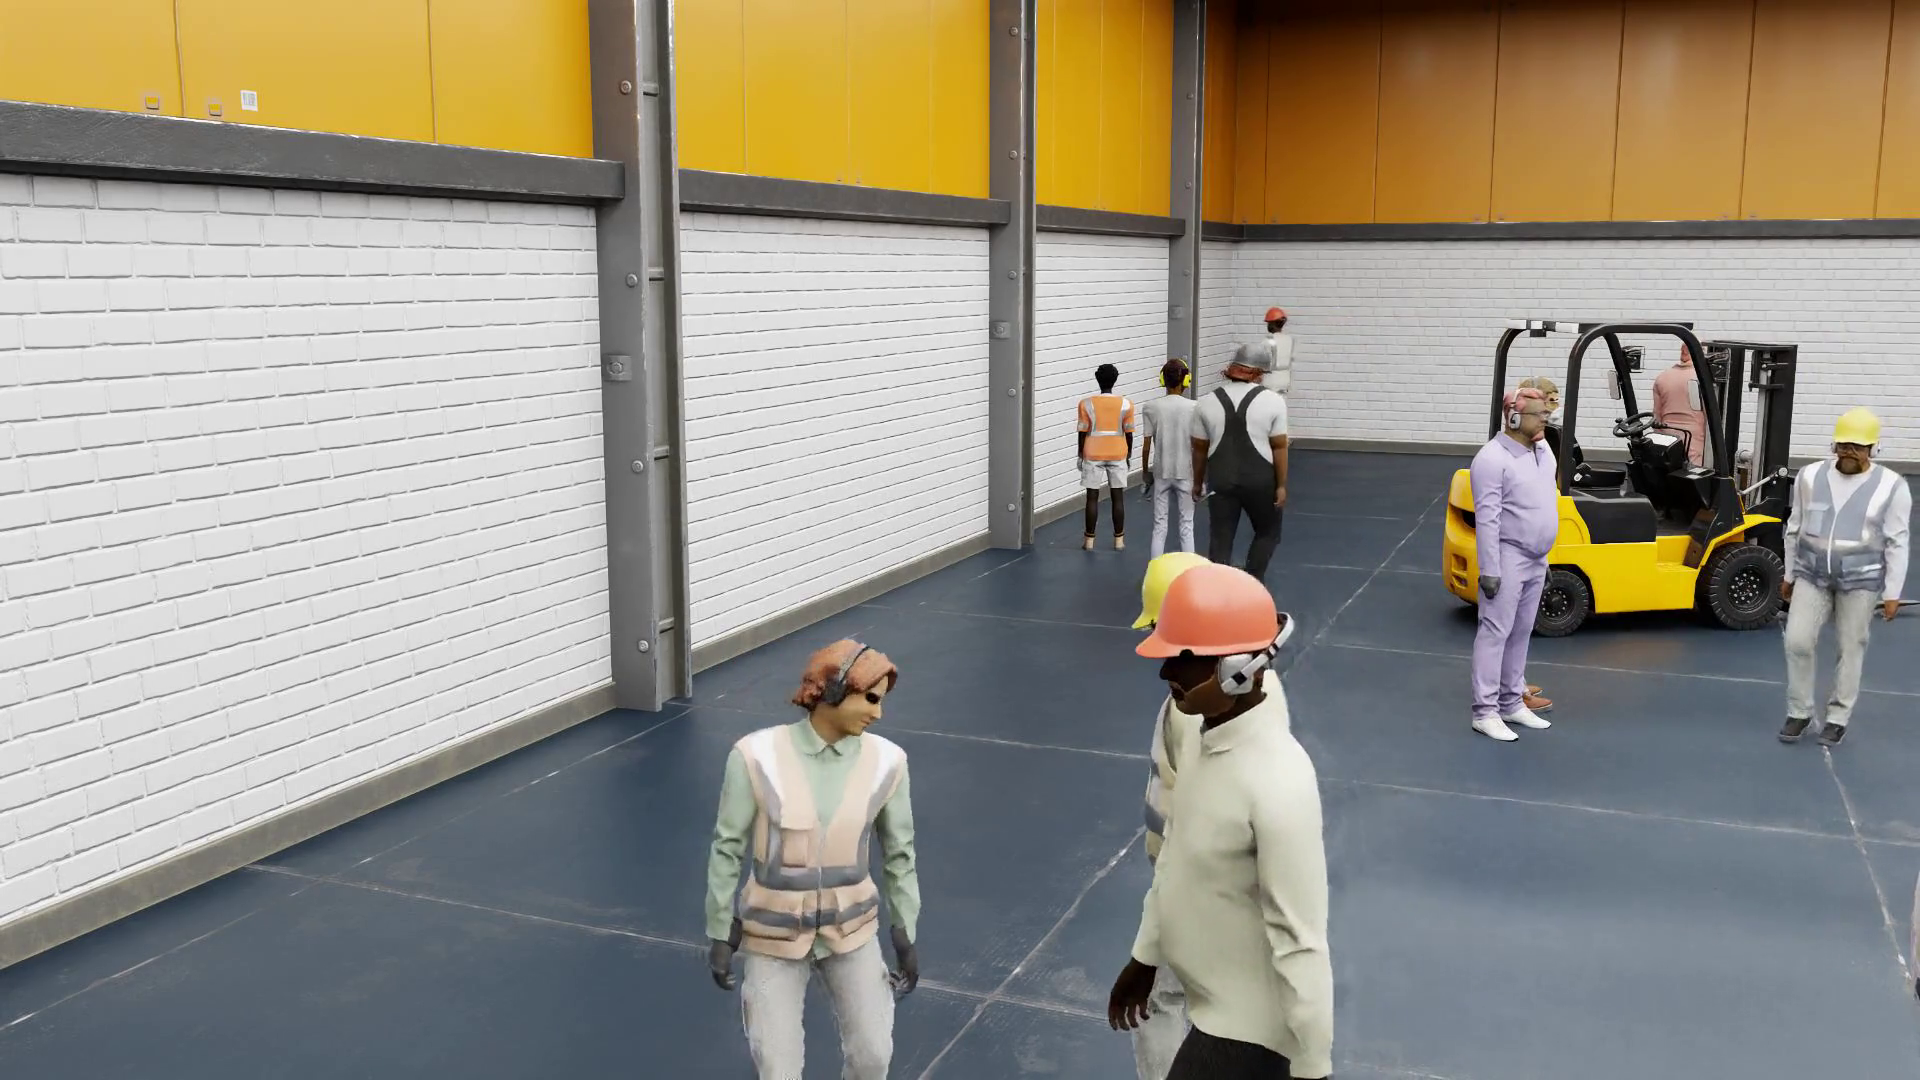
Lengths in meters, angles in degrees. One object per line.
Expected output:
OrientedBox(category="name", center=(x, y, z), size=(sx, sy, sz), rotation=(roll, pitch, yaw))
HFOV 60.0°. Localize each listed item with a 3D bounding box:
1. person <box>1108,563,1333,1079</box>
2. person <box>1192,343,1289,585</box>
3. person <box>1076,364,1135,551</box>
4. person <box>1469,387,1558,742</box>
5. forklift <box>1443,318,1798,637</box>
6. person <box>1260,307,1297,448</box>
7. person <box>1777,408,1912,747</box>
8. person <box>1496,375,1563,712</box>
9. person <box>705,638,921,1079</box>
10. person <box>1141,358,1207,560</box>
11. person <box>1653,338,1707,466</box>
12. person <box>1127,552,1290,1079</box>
OrientedBox(category="person", center=(0.658, 1.002, 3.673), size=(0.977, 1.946, 0.589), rotation=(0, 9, -2))
OrientedBox(category="person", center=(2.031, -0.438, 12.096), size=(0.771, 2.000, 0.542), rotation=(5, 10, 26))
OrientedBox(category="person", center=(1.310, -0.741, 14.994), size=(0.535, 1.691, 0.319), rotation=(-1, 9, -4))
OrientedBox(category="person", center=(3.045, 0.124, 9.088), size=(0.643, 1.913, 0.410), rotation=(-9, 13, -42))
OrientedBox(category="forklift", center=(4.706, -0.497, 11.990), size=(2.313, 2.155, 1.214), rotation=(-2, 10, -10))
OrientedBox(category="person", center=(4.148, -2.037, 21.809), size=(0.630, 2.032, 0.594), rotation=(-6, 11, -32))
OrientedBox(category="person", center=(4.650, 0.213, 8.805), size=(0.627, 1.817, 0.547), rotation=(9, 13, 43))
OrientedBox(category="person", center=(3.280, 0.015, 9.659), size=(0.357, 1.938, 0.638), rotation=(2, 10, 10))
OrientedBox(category="person", center=(-0.370, 1.054, 4.373), size=(0.604, 1.612, 0.351), rotation=(-3, 10, -18))
OrientedBox(category="person", center=(1.642, -0.455, 12.749), size=(0.510, 1.861, 0.329), rotation=(3, 10, 17))
OrientedBox(category="person", center=(6.730, -0.910, 15.383), size=(0.405, 1.902, 0.636), rotation=(-6, 11, -32))
OrientedBox(category="person", center=(0.663, 0.927, 4.592), size=(0.633, 1.787, 0.614), rotation=(6, 11, 32))
